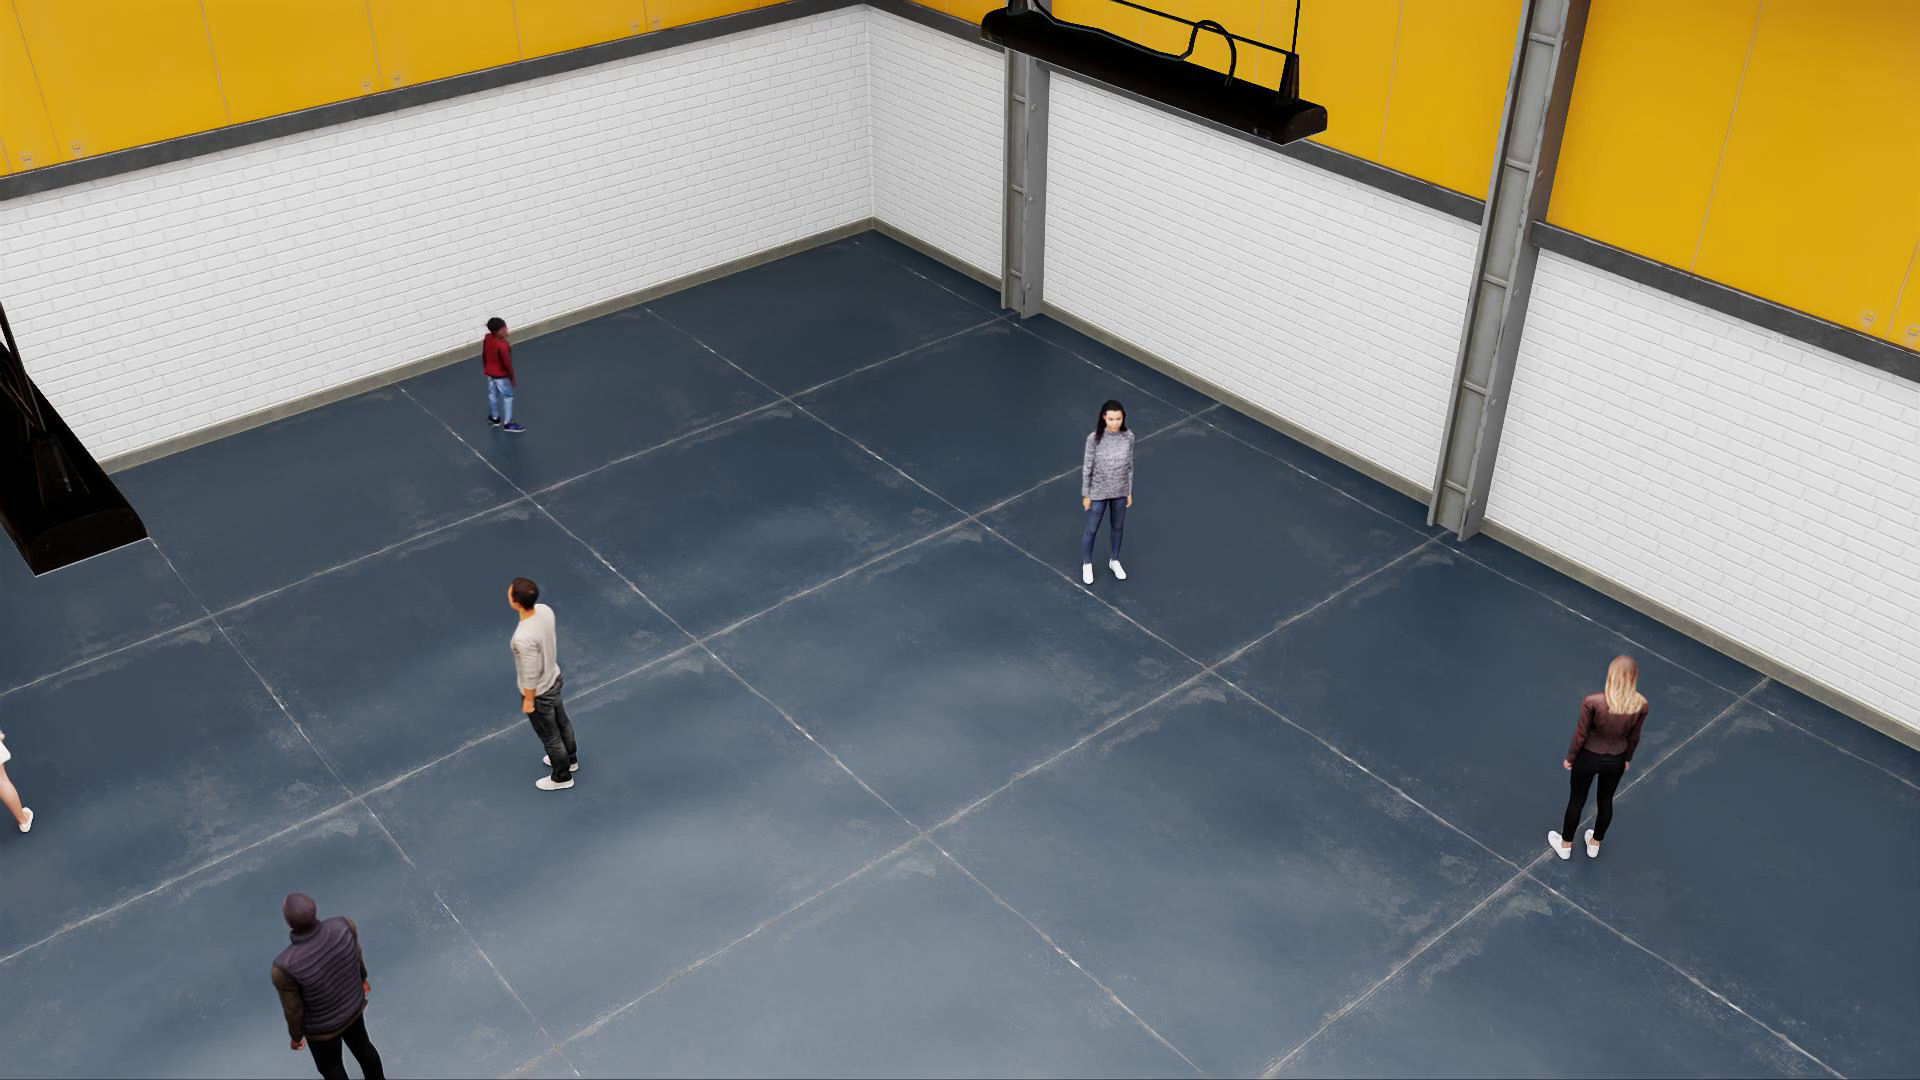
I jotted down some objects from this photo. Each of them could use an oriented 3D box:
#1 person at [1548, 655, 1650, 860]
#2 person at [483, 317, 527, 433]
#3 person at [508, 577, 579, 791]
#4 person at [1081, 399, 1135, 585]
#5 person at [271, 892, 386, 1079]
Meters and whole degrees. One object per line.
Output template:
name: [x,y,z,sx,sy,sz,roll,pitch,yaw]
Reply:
person: [4.391,1.501,11.403,0.671,1.704,0.708,0,34,0]
person: [-4.651,-1.677,16.607,0.502,1.236,0.757,15,36,21]
person: [-3.014,1.032,12.012,0.775,1.811,0.724,4,34,6]
person: [1.272,-0.435,14.290,0.685,1.733,0.676,-7,34,-11]
person: [-3.590,2.693,9.490,0.686,1.836,0.765,19,38,26]
